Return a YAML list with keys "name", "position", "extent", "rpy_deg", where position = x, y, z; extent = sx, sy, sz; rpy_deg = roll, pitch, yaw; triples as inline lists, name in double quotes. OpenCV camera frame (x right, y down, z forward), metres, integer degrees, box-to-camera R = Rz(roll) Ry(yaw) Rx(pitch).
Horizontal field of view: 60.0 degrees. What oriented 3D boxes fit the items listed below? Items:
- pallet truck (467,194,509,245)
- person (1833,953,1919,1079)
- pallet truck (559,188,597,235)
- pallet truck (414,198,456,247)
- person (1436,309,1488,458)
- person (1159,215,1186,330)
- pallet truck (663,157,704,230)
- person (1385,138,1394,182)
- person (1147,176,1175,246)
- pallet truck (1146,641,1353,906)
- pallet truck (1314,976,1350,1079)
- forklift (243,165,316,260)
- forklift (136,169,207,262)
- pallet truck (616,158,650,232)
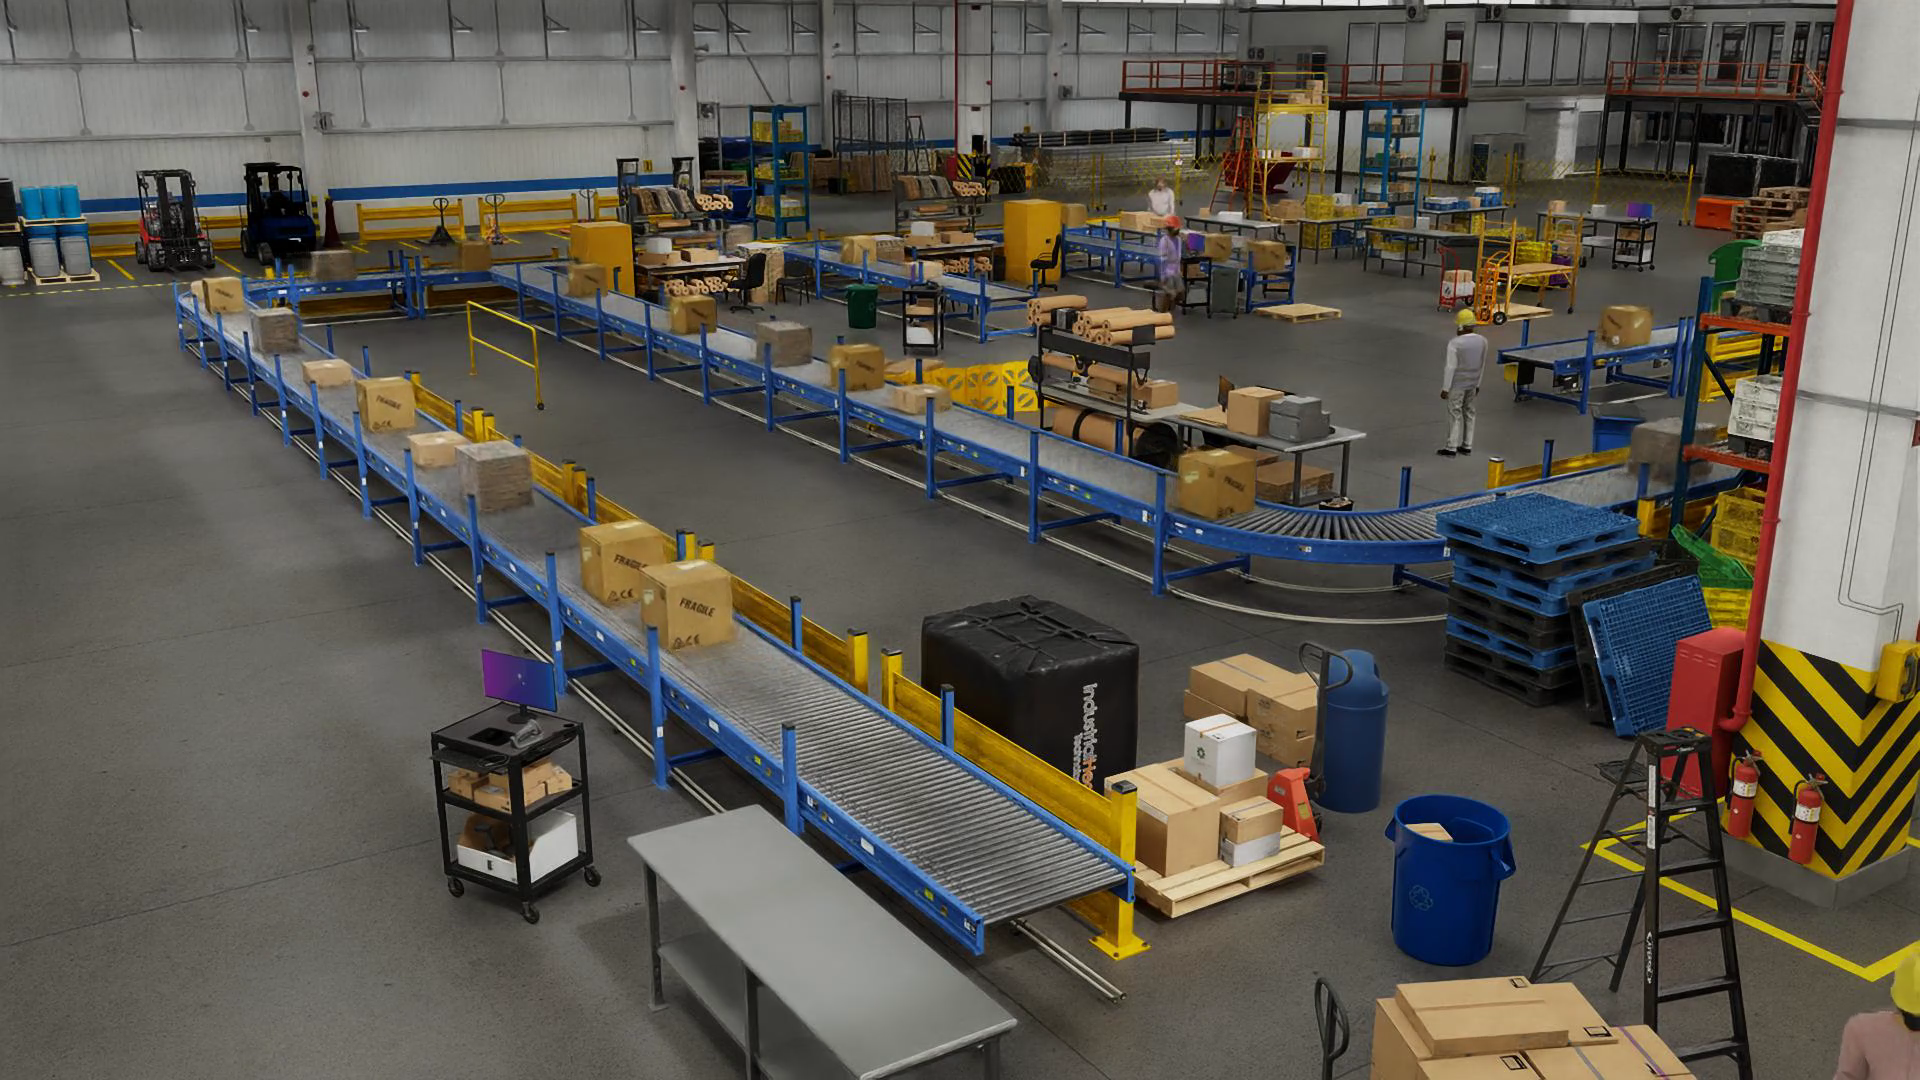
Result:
- name: "pallet truck"
  position: [-11.983, -8.177, 42.137]
  extent: [0.704, 1.261, 1.522]
  rpy_deg: [-11, 20, -33]
- name: "person"
  position: [3.580, 2.343, 6.334]
  extent: [0.539, 1.750, 0.407]
  rpy_deg: [13, 21, 37]
- name: "pallet truck"
  position: [-10.010, -8.652, 43.699]
  extent: [0.653, 1.274, 1.630]
  rpy_deg: [-10, 20, -31]
- name: "pallet truck"
  position: [-13.250, -8.060, 41.856]
  extent: [0.680, 1.201, 1.601]
  rpy_deg: [-10, 20, -31]
- name: "person"
  position: [6.140, -1.917, 20.373]
  extent: [0.590, 1.837, 0.404]
  rpy_deg: [-8, 19, -26]
- name: "person"
  position: [3.744, -4.697, 29.297]
  extent: [0.608, 2.026, 0.421]
  rpy_deg: [-15, 23, -41]
- name: "pallet truck"
  position: [-7.586, -9.308, 44.692]
  extent: [0.823, 1.965, 1.885]
  rpy_deg: [-11, 20, -33]
- name: "person"
  position: [14.474, -12.712, 56.292]
  extent: [0.514, 1.836, 0.338]
  rpy_deg: [-14, 22, -39]
- name: "person"
  position: [4.754, -7.662, 39.409]
  extent: [0.645, 1.890, 0.522]
  rpy_deg: [5, 17, 16]
- name: "pallet truck"
  position: [1.664, 1.407, 10.232]
  extent: [1.630, 1.274, 0.653]
  rpy_deg: [-10, 20, -31]
- name: "pallet truck"
  position: [2.299, 2.390, 7.086]
  extent: [1.601, 1.201, 0.680]
  rpy_deg: [-2, 17, -7]
- name: "forklift"
  position: [-15.898, -7.669, 38.708]
  extent: [1.157, 1.987, 2.680]
  rpy_deg: [-11, 20, -33]
- name: "forklift"
  position: [-17.842, -7.318, 37.559]
  extent: [1.157, 1.987, 2.680]
  rpy_deg: [-10, 20, -31]
- name: "pallet truck"
  position: [-8.918, -9.176, 44.255]
  extent: [0.823, 1.965, 1.885]
  rpy_deg: [-9, 19, -27]
